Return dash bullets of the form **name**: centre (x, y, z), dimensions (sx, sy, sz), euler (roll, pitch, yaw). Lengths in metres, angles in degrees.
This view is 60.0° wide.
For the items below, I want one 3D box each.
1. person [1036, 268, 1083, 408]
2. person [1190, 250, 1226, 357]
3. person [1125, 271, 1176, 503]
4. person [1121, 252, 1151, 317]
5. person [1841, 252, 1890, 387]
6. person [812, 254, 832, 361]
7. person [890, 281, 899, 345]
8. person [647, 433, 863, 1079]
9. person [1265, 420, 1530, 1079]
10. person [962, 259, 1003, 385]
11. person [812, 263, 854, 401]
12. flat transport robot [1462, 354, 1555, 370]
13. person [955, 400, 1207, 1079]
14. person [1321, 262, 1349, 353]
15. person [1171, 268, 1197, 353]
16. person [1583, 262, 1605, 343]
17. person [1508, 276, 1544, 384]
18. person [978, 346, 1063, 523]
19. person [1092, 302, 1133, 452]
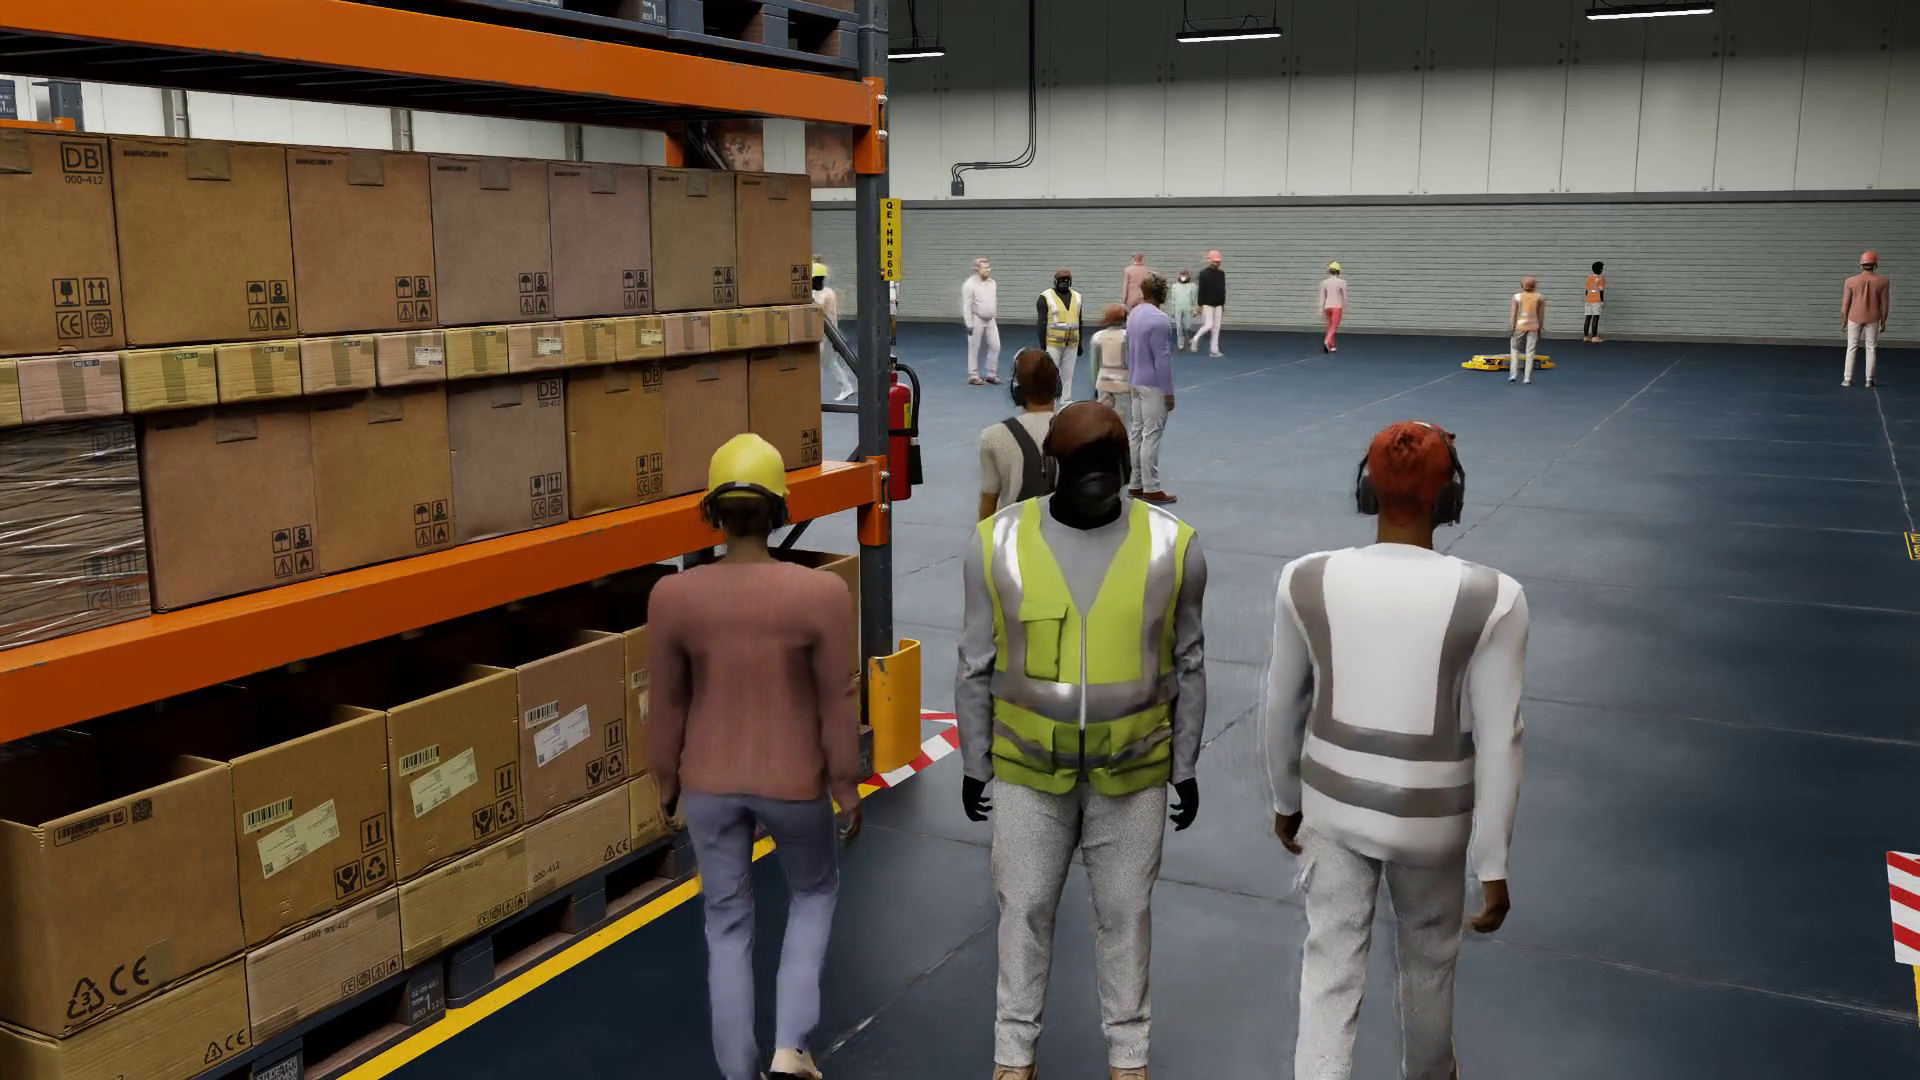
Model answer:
- **person**: centre (1.244, -2.398, 20.375), dimensions (0.624, 1.840, 0.430), euler (-5, 12, -26)
- **person**: centre (4.632, -4.380, 30.806), dimensions (0.622, 1.973, 0.582), euler (-8, 13, -38)
- **person**: centre (1.615, -1.278, 13.999), dimensions (0.387, 1.937, 0.644), euler (-4, 11, -20)
- **person**: centre (3.692, -5.113, 35.025), dimensions (0.683, 1.892, 0.446), euler (-4, 11, -22)
- **person**: centre (13.431, -3.272, 24.706), dimensions (0.611, 1.997, 0.375), euler (5, 11, 25)
- **person**: centre (-2.597, -4.099, 29.488), dimensions (0.662, 1.889, 0.993), euler (6, 12, 30)
- **person**: centre (-1.504, -4.921, 33.857), dimensions (0.545, 1.938, 0.355), euler (-5, 11, -24)
- **person**: centre (-0.516, 0.609, 4.198), dimensions (0.549, 1.748, 0.408), euler (1, 10, 3)
- **person**: centre (0.991, 0.635, 3.857), dimensions (0.600, 1.830, 0.977), euler (5, 12, 27)
- **person**: centre (0.378, -3.243, 24.833), dimensions (0.680, 1.884, 0.697), euler (-9, 14, -40)
- **person**: centre (-1.834, -2.773, 22.329), dimensions (1.021, 1.880, 0.584), euler (-6, 12, -28)
- **flat transport robot**: centre (9.199, -2.991, 27.881), dimensions (1.431, 0.197, 0.652), euler (-5, 11, -23)
- **person**: centre (0.301, 0.569, 4.185), dimensions (0.635, 1.842, 0.429), euler (1, 10, 4)
- **person**: centre (7.115, -4.441, 31.788), dimensions (0.526, 1.737, 0.775), euler (9, 14, 41)
- **person**: centre (4.290, -4.391, 31.855), dimensions (0.499, 1.622, 0.453), euler (3, 11, 17)
- **person**: centre (13.285, -4.973, 34.812), dimensions (0.320, 1.692, 0.531), euler (-3, 11, -18)
- **person**: centre (8.605, -3.196, 25.324), dimensions (0.513, 1.617, 0.637), euler (1, 10, 7)
- **person**: centre (0.324, 0.109, 6.832), dimensions (0.507, 1.808, 0.929), euler (0, 10, 0)
- **person**: centre (1.449, -1.384, 15.415), dimensions (0.546, 1.621, 0.386), euler (6, 12, 31)
